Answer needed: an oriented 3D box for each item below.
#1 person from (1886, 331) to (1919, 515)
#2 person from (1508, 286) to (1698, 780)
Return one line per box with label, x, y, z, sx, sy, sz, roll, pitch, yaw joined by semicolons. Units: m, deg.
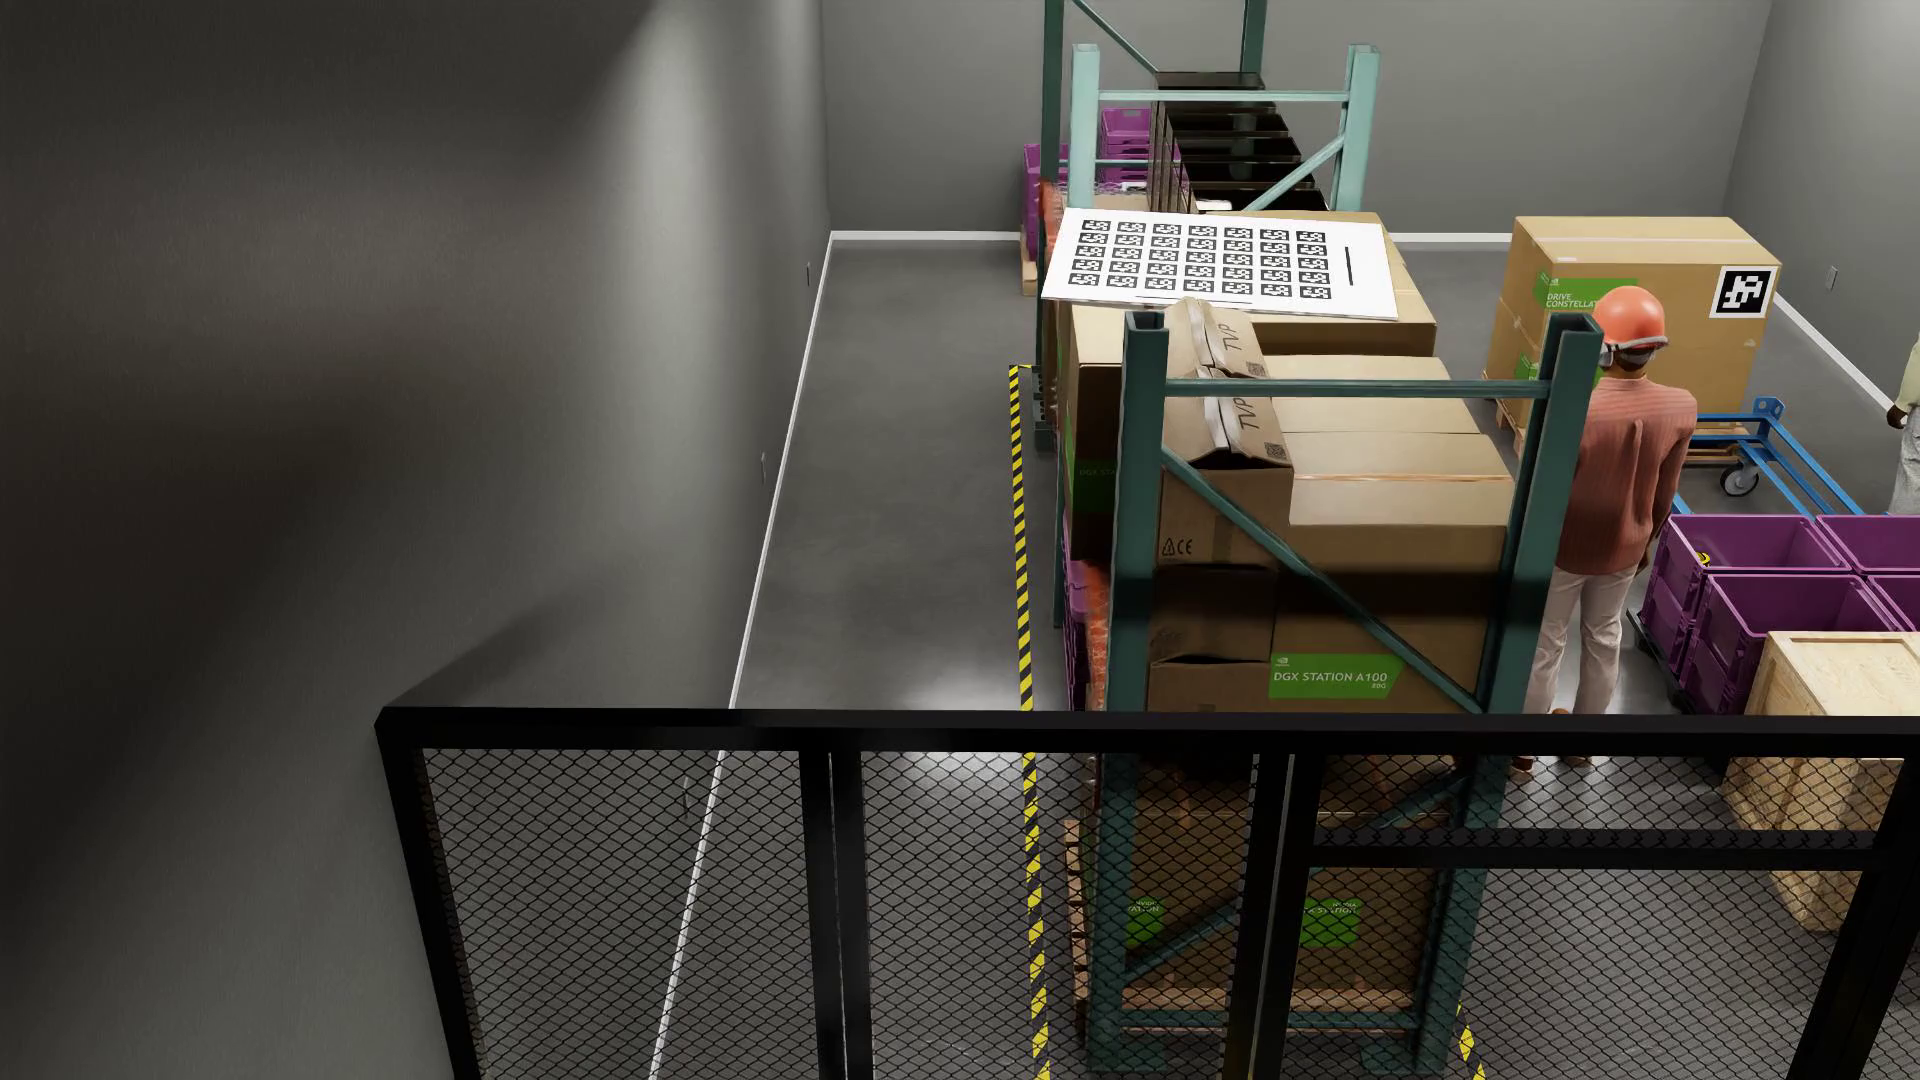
person;4.455;-0.646;7.389;0.600;1.831;0.404;2;31;3
person;2.309;0.009;6.148;0.612;1.994;0.383;-7;32;-12
